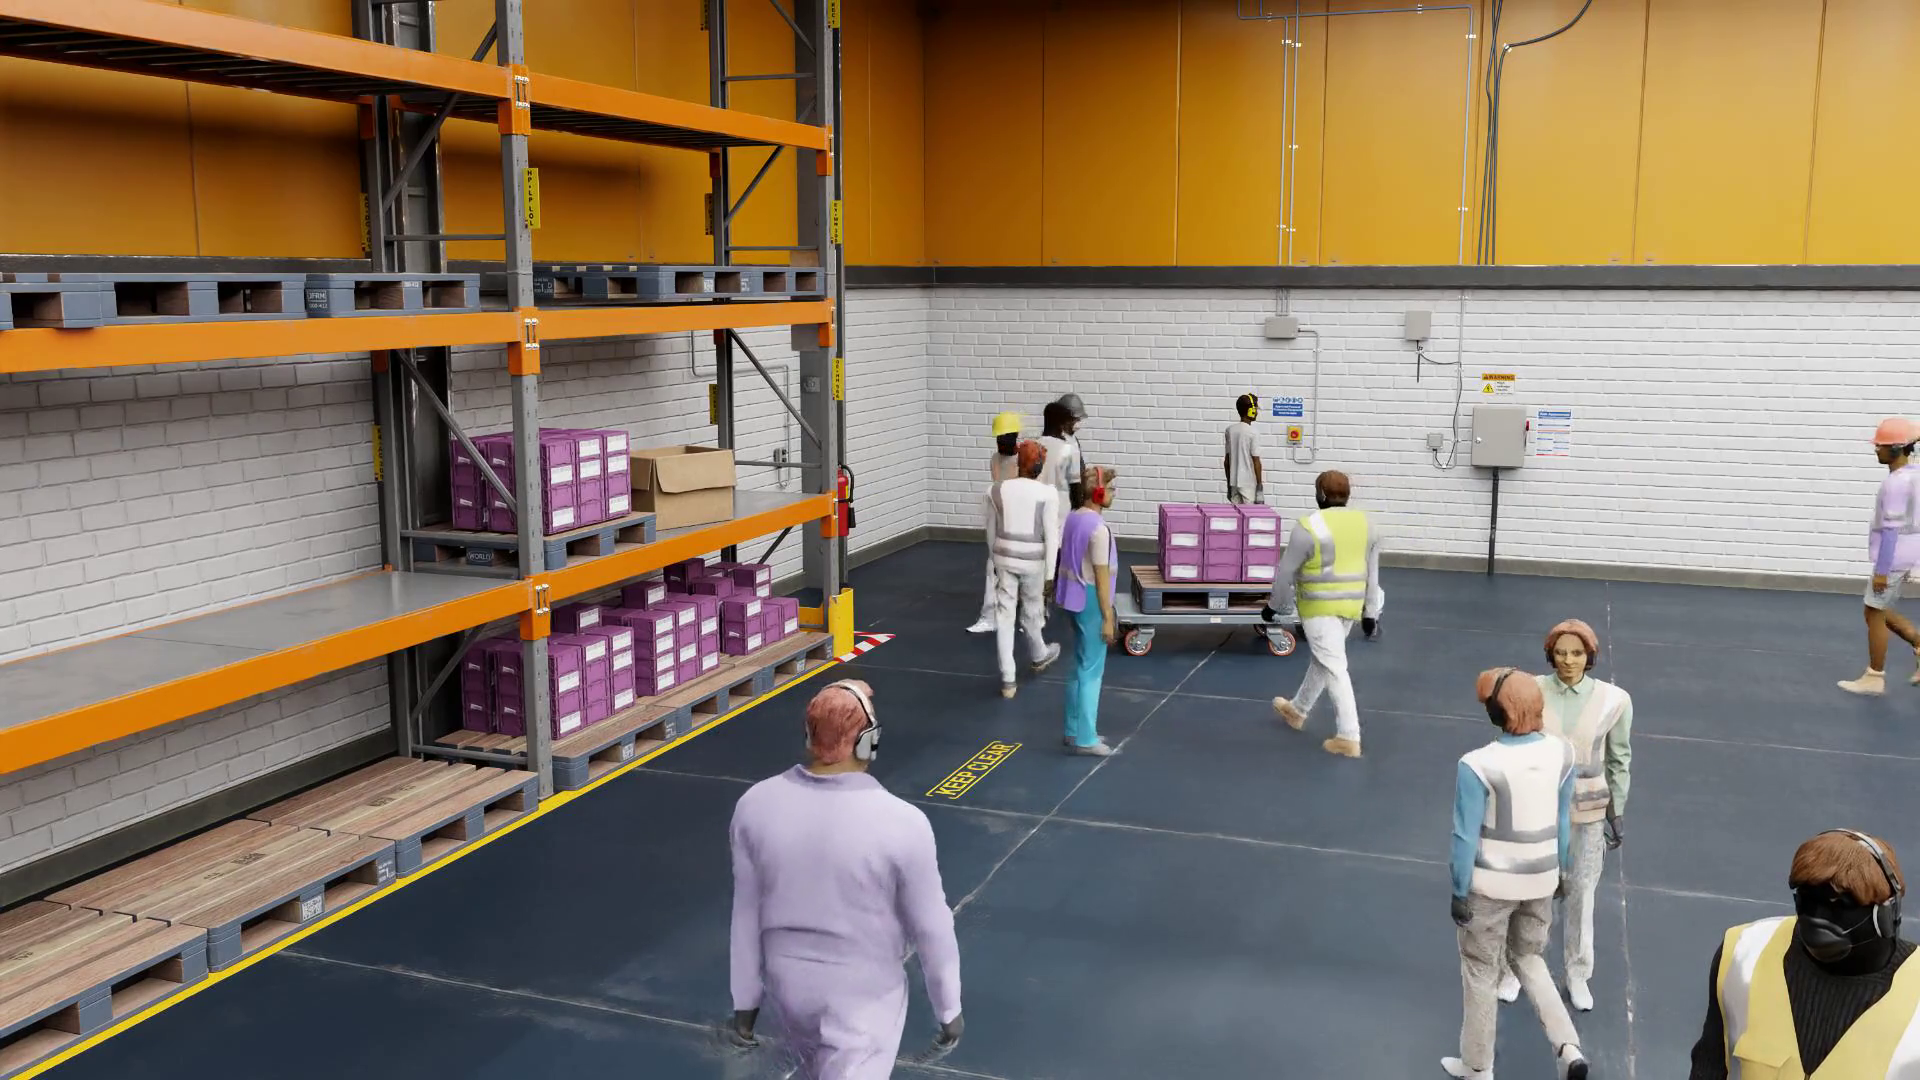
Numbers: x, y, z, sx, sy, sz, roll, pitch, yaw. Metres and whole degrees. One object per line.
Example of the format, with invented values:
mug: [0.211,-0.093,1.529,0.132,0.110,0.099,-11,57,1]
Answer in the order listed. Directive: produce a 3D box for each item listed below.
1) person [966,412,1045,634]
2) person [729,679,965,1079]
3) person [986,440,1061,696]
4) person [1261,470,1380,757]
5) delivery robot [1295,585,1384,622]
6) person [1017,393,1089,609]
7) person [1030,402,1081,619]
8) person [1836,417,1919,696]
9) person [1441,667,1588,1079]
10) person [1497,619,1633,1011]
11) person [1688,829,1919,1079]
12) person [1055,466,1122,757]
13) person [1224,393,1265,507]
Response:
person: [0.405,-0.118,13.941,0.608,1.889,0.881,8,12,42]
person: [-0.323,1.329,4.966,0.669,1.851,1.015,4,10,26]
person: [0.483,0.174,12.234,0.573,1.829,0.958,2,9,14]
person: [2.333,0.442,10.745,0.638,1.783,0.987,-5,10,-30]
delivery robot: [3.174,0.504,13.911,0.707,0.478,0.477,1,9,6]
person: [0.832,-0.395,15.199,0.756,2.000,0.698,2,9,12]
person: [0.747,-0.263,14.830,0.622,1.923,0.899,4,10,26]
person: [6.718,0.140,11.900,0.579,2.029,0.608,7,11,36]
person: [2.032,1.269,6.055,0.527,1.619,0.509,-3,10,-20]
person: [2.492,1.128,6.888,0.515,1.640,0.315,3,10,18]
person: [1.915,1.533,3.711,0.429,1.842,0.636,-8,12,-42]
person: [0.807,0.447,10.531,0.372,1.839,0.570,-2,9,-15]
person: [2.834,-0.516,16.491,0.328,1.872,0.510,-6,11,-33]
